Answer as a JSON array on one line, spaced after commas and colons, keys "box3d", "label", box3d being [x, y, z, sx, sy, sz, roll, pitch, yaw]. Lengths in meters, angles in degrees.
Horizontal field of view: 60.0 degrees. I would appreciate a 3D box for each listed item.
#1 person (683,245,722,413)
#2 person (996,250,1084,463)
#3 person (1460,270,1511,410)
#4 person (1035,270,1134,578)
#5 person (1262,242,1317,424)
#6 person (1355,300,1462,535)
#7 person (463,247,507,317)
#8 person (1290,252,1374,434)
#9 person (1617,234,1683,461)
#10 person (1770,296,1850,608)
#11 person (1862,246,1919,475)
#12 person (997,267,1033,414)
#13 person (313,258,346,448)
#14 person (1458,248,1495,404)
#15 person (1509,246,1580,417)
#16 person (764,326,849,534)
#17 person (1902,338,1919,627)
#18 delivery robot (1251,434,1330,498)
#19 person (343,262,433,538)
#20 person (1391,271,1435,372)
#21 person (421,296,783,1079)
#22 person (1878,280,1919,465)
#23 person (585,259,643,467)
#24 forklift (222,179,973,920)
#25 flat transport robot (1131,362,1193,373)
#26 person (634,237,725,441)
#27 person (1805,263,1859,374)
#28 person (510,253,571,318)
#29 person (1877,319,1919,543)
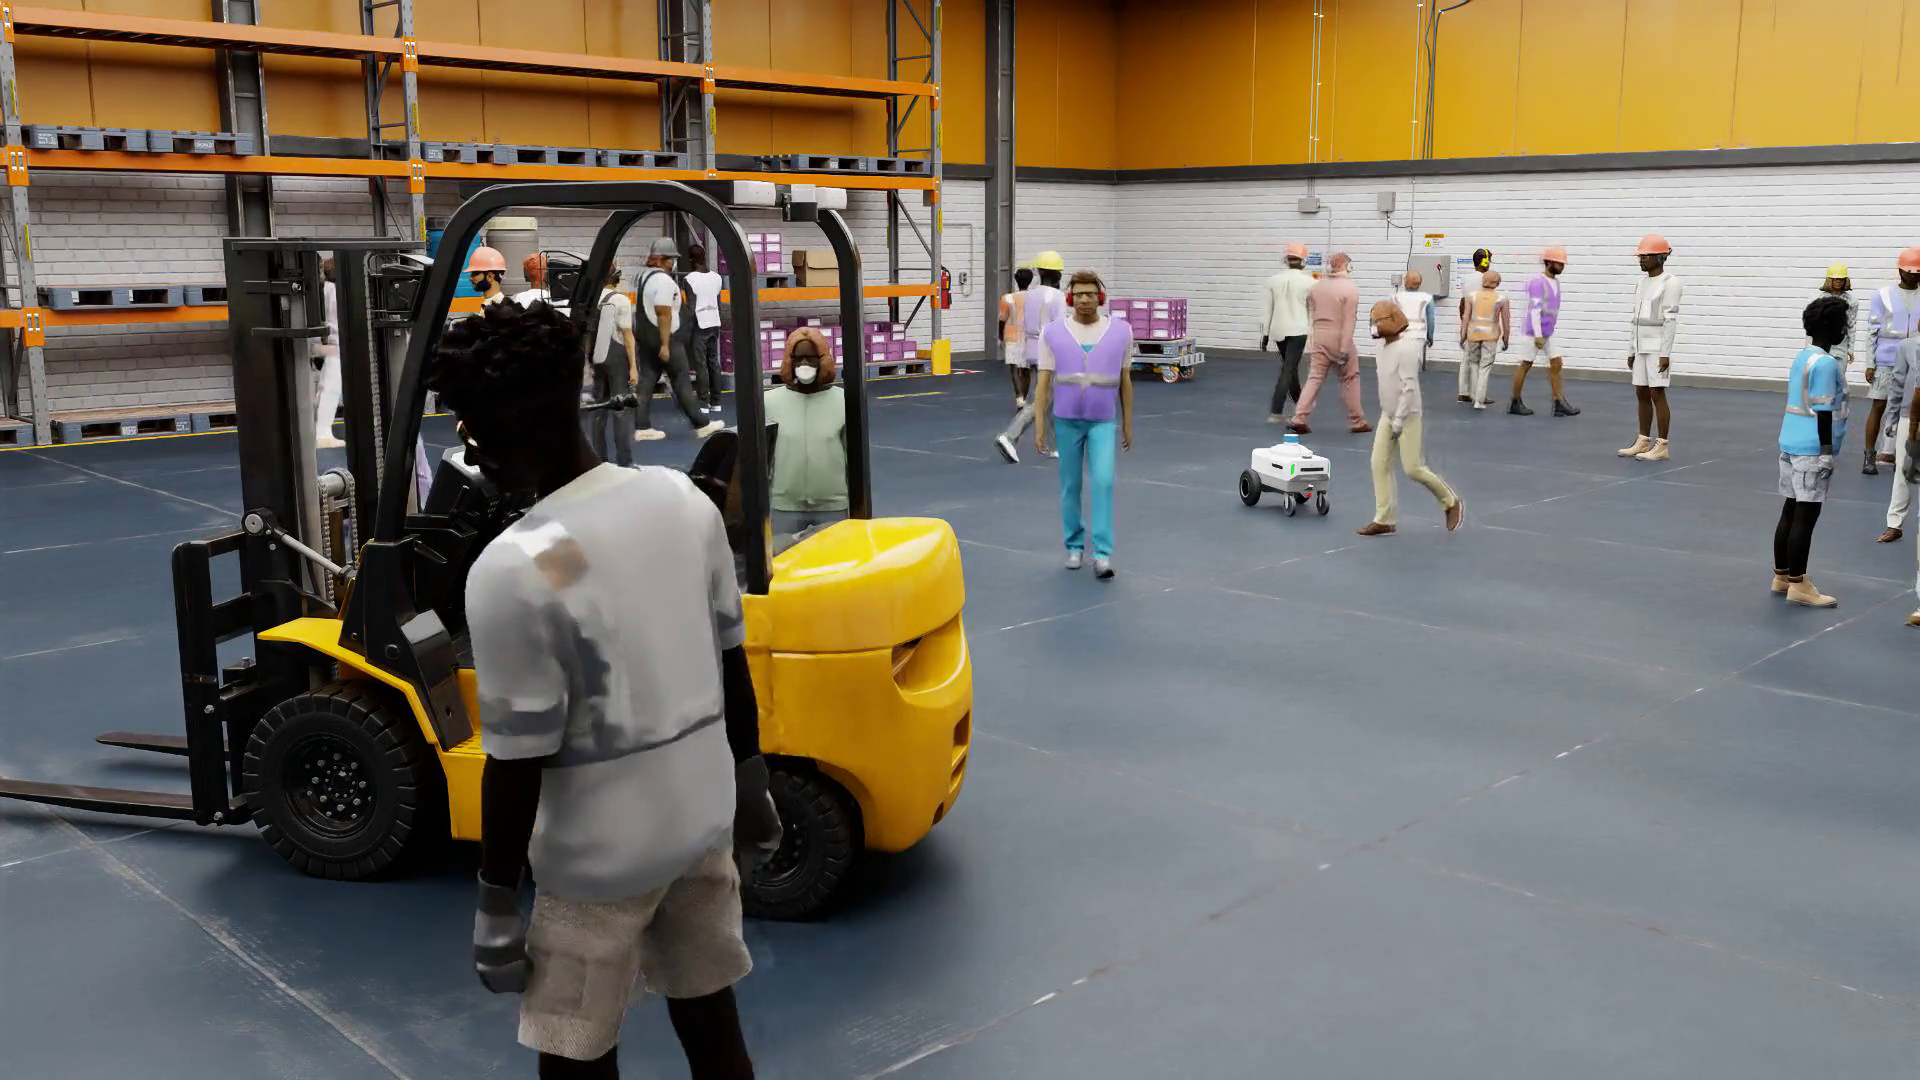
[{"box3d": [-2.936, -2.401, 18.987, 0.391, 1.913, 0.587, 6, 12, 30], "label": "person"}, {"box3d": [0.712, -1.641, 14.914, 0.905, 1.897, 0.603, -5, 12, -26], "label": "person"}, {"box3d": [6.163, -2.339, 19.442, 0.535, 1.615, 0.678, 7, 12, 33], "label": "person"}, {"box3d": [0.733, -0.671, 9.828, 0.582, 1.809, 0.856, 1, 10, 4], "label": "person"}, {"box3d": [3.651, -2.250, 18.074, 0.648, 1.938, 1.043, 10, 14, 42], "label": "person"}, {"box3d": [3.037, -0.811, 11.175, 0.655, 1.596, 0.509, -3, 11, -15], "label": "person"}, {"box3d": [-3.353, -1.126, 11.967, 0.356, 1.939, 0.543, -4, 11, -22], "label": "person"}, {"box3d": [3.788, -1.998, 16.959, 0.930, 1.858, 0.634, -8, 13, -37], "label": "person"}, {"box3d": [6.211, -1.726, 14.995, 0.393, 2.038, 0.606, -2, 11, -10], "label": "person"}, {"box3d": [4.685, -0.488, 9.140, 0.319, 1.698, 0.532, 2, 11, 11], "label": "person"}, {"box3d": [7.941, -1.501, 14.037, 0.543, 1.928, 0.371, 2, 11, 13], "label": "person"}, {"box3d": [0.711, -2.286, 19.041, 0.527, 1.663, 0.841, -2, 11, -12], "label": "person"}, {"box3d": [-5.862, -1.800, 16.016, 0.914, 1.803, 0.632, -8, 13, -38], "label": "person"}, {"box3d": [6.237, -2.572, 20.056, 0.328, 1.865, 0.520, -5, 12, -26], "label": "person"}, {"box3d": [6.563, -2.310, 18.510, 0.577, 1.892, 0.907, -8, 13, -37], "label": "person"}, {"box3d": [-0.659, -0.117, 7.296, 0.507, 1.631, 0.267, -1, 10, -4], "label": "person"}, {"box3d": [5.251, -0.480, 8.709, 0.743, 1.843, 0.555, -9, 13, -39], "label": "person"}, {"box3d": [2.437, -0.537, 12.272, 0.477, 0.478, 0.707, -3, 11, -15], "label": "delivery robot"}, {"box3d": [-3.409, -0.703, 9.817, 0.833, 1.877, 0.650, -3, 11, -13], "label": "person"}, {"box3d": [5.366, -2.382, 19.767, 0.521, 1.595, 0.858, 5, 11, 23], "label": "person"}, {"box3d": [-0.571, 0.527, 3.019, 0.370, 1.931, 0.768, 6, 12, 29], "label": "person"}, {"box3d": [8.532, -1.584, 14.744, 0.919, 1.831, 0.501, -4, 11, -20], "label": "person"}, {"box3d": [-2.936, -1.460, 14.037, 0.507, 1.847, 0.345, 5, 12, 27], "label": "person"}, {"box3d": [-1.114, -0.058, 5.440, 2.313, 2.155, 1.214, 2, 11, 13], "label": "forklift"}, {"box3d": [2.675, -2.625, 24.685, 1.431, 0.197, 0.652, 7, 13, 35], "label": "flat transport robot"}, {"box3d": [-2.827, -2.004, 16.469, 0.957, 2.000, 0.709, -6, 12, -31], "label": "person"}, {"box3d": [8.819, -1.924, 16.850, 0.487, 1.744, 0.296, 1, 10, 7], "label": "person"}, {"box3d": [-3.230, -1.277, 12.936, 0.575, 1.885, 0.355, 3, 11, 16], "label": "person"}, {"box3d": [6.311, -0.769, 10.848, 0.497, 1.633, 0.285, 9, 14, 41], "label": "person"}]
